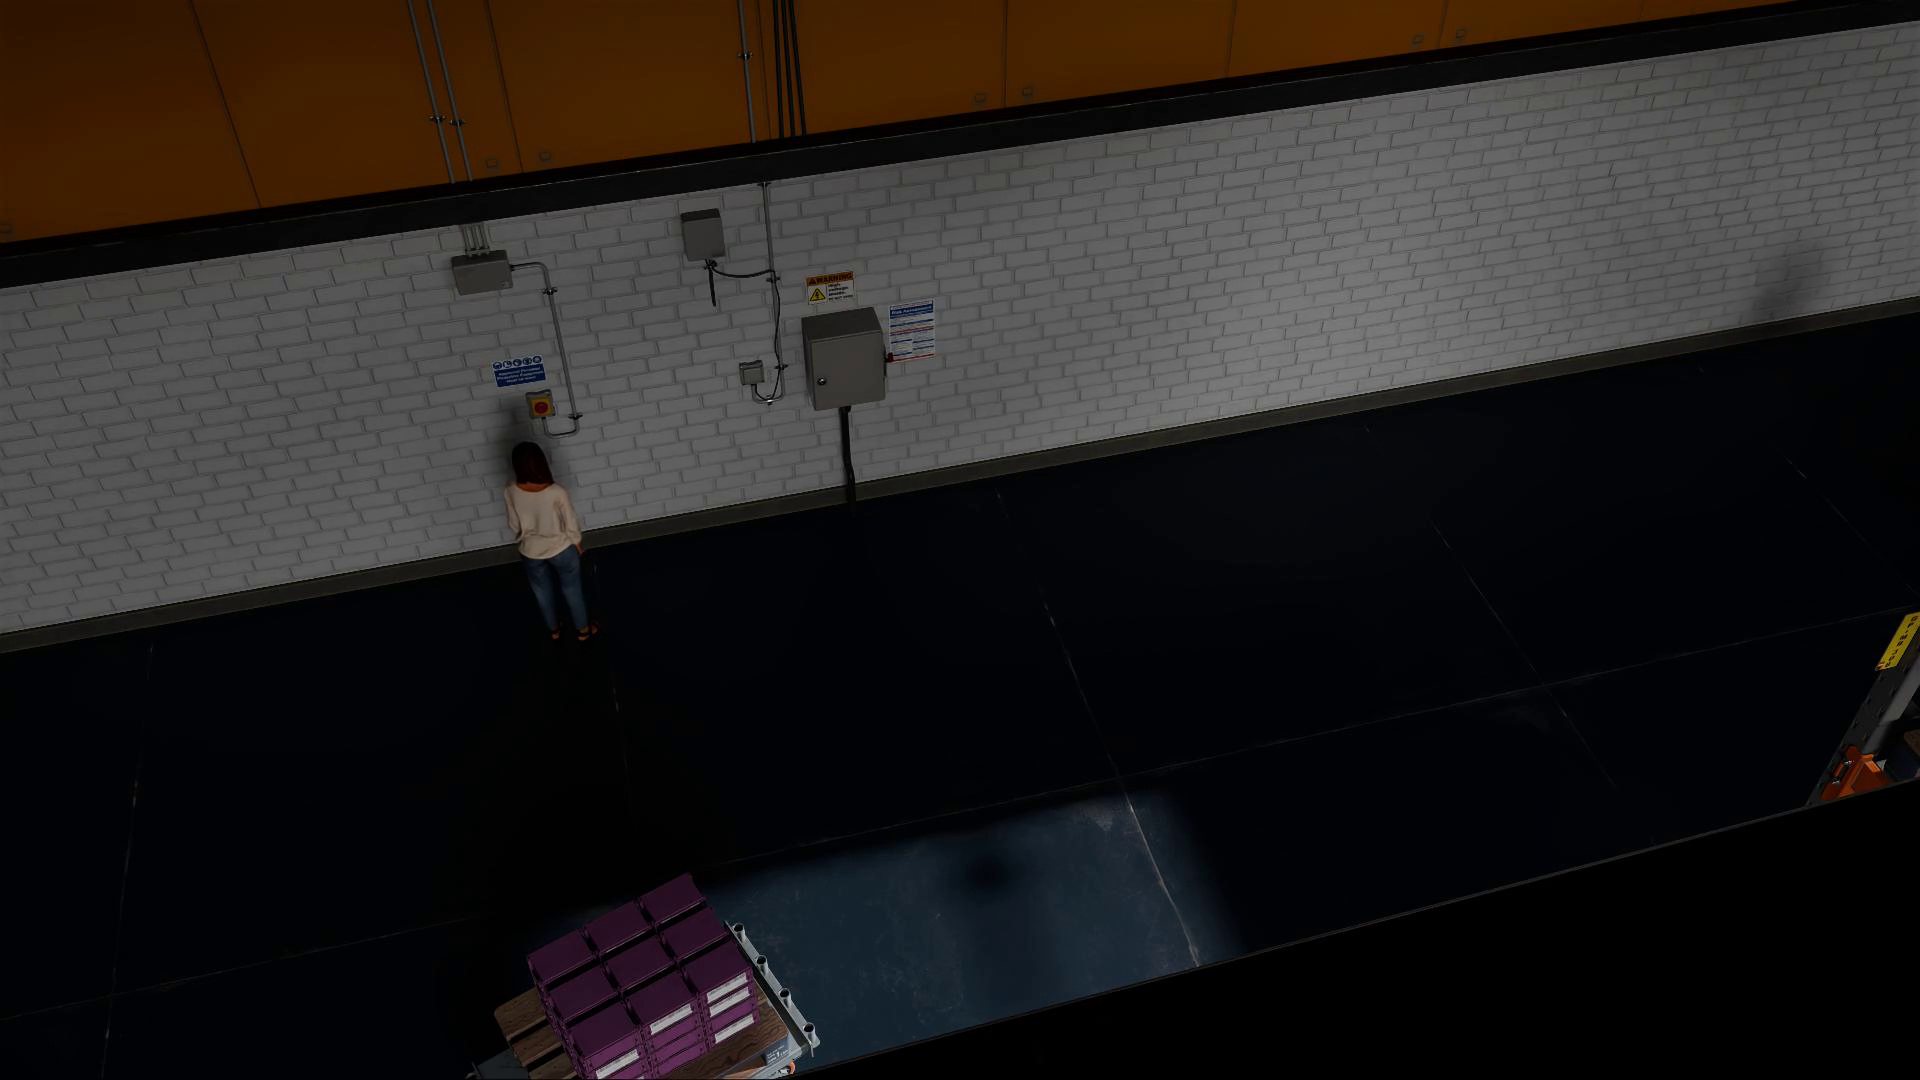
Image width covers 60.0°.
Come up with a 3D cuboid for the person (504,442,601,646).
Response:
[{"bbox_3d":[-2.680,0.046,10.820,0.687,1.680,0.677,6,44,6],"label":"person"}]
